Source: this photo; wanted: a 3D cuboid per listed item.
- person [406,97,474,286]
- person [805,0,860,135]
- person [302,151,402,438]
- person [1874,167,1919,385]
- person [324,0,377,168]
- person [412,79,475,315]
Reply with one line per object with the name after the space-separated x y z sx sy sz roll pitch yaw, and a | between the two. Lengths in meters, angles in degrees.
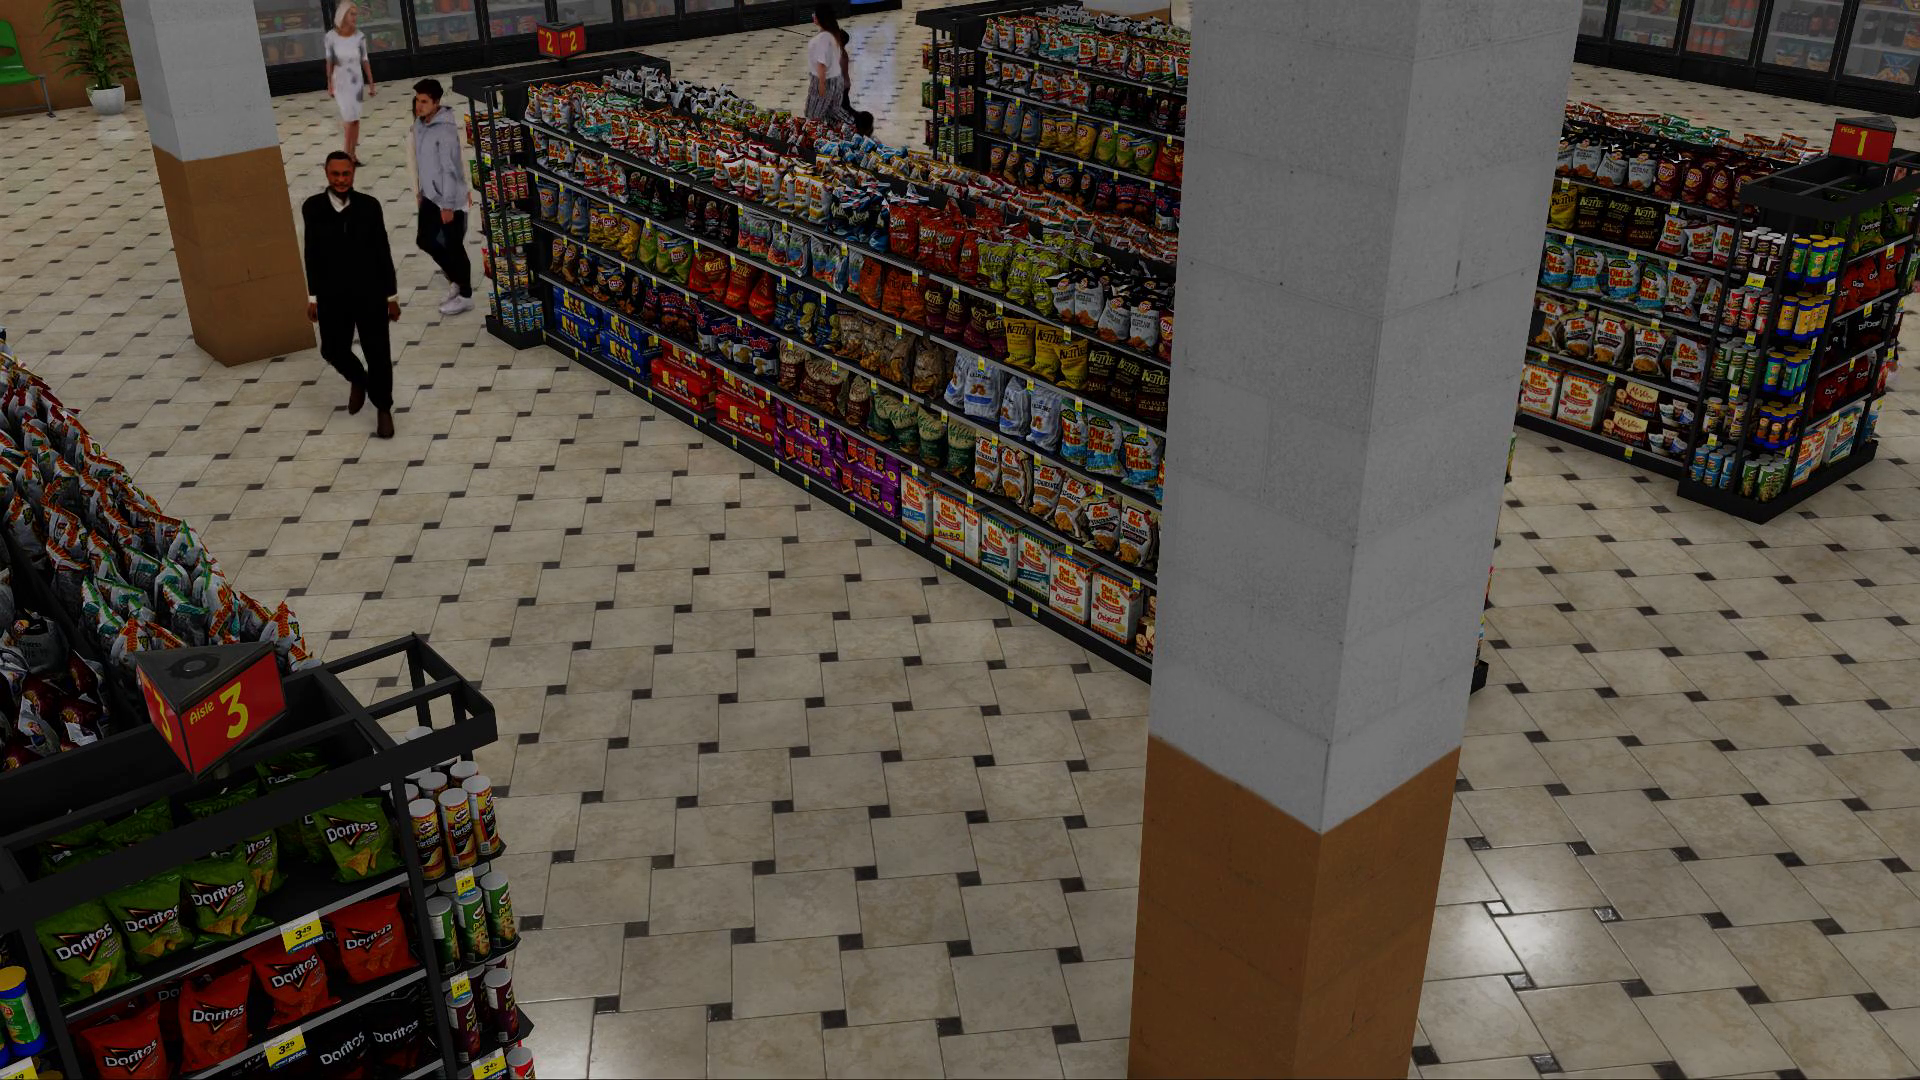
-4.271 -2.843 13.724 0.756 1.649 1.093 -14 30 -25 | person
-1.353 -4.892 17.756 1.091 1.656 0.980 6 27 11 | person
-4.060 -1.668 11.131 0.980 1.898 1.059 -5 27 -10 | person
6.662 -1.895 11.841 0.845 1.662 0.677 -16 31 -28 | person
-6.469 -4.765 17.448 0.595 1.709 0.693 -18 32 -31 | person
-4.011 -2.729 13.216 0.814 1.906 0.627 -24 36 -39 | person
